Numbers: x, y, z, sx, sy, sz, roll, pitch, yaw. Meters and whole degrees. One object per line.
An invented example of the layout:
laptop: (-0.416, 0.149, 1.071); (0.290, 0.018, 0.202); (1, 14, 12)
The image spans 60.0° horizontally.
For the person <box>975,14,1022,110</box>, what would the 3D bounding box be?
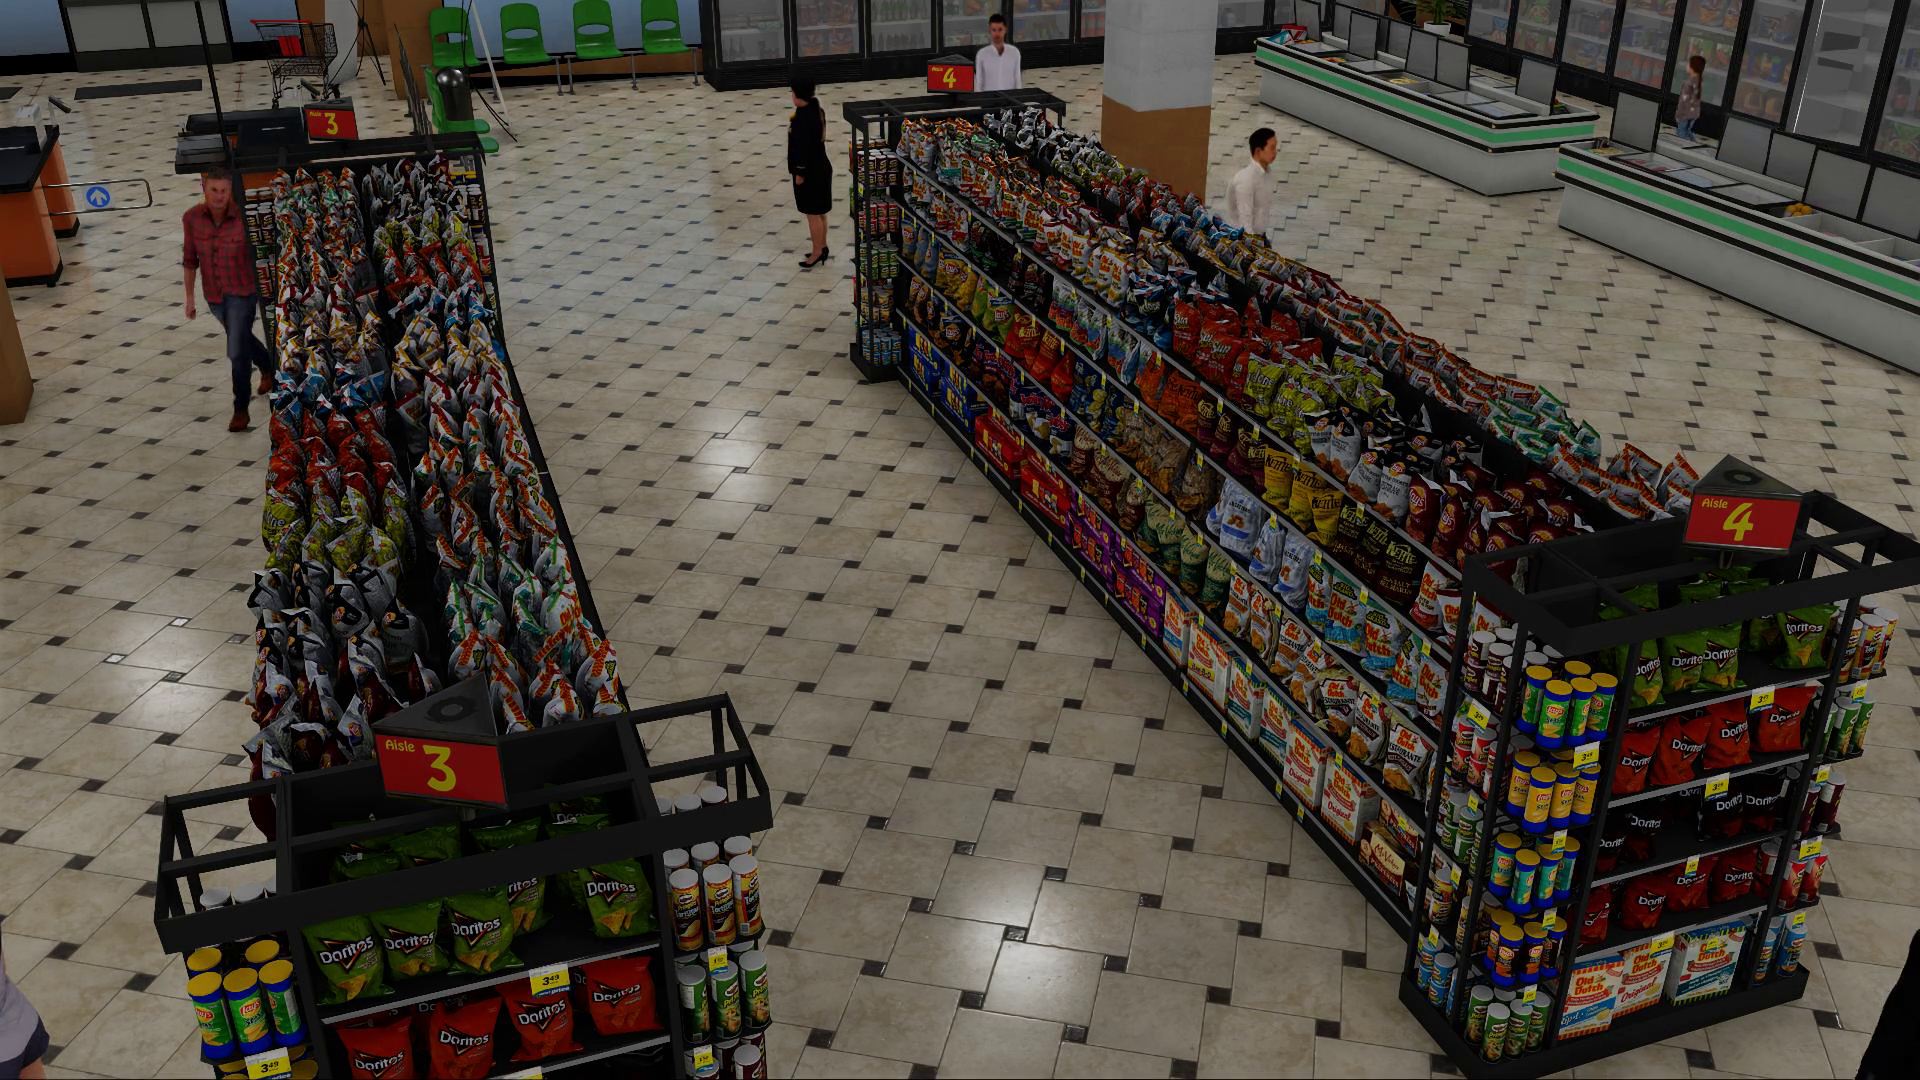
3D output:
person: (0.387, -4.390, 16.861); (0.720, 1.853, 0.736); (-2, 27, -4)

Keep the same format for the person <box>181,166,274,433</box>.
person: (-5.098, -1.751, 11.738); (1.034, 1.781, 1.339); (2, 27, 4)

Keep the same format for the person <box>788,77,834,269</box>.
person: (-1.332, -3.285, 14.884); (0.863, 1.671, 0.757); (5, 27, 10)

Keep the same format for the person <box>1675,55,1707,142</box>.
person: (7.989, -4.667, 18.141); (0.557, 1.189, 0.687); (-15, 31, -27)

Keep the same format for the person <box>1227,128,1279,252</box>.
person: (2.109, -2.257, 12.723); (0.920, 1.792, 0.862); (19, 33, 33)
